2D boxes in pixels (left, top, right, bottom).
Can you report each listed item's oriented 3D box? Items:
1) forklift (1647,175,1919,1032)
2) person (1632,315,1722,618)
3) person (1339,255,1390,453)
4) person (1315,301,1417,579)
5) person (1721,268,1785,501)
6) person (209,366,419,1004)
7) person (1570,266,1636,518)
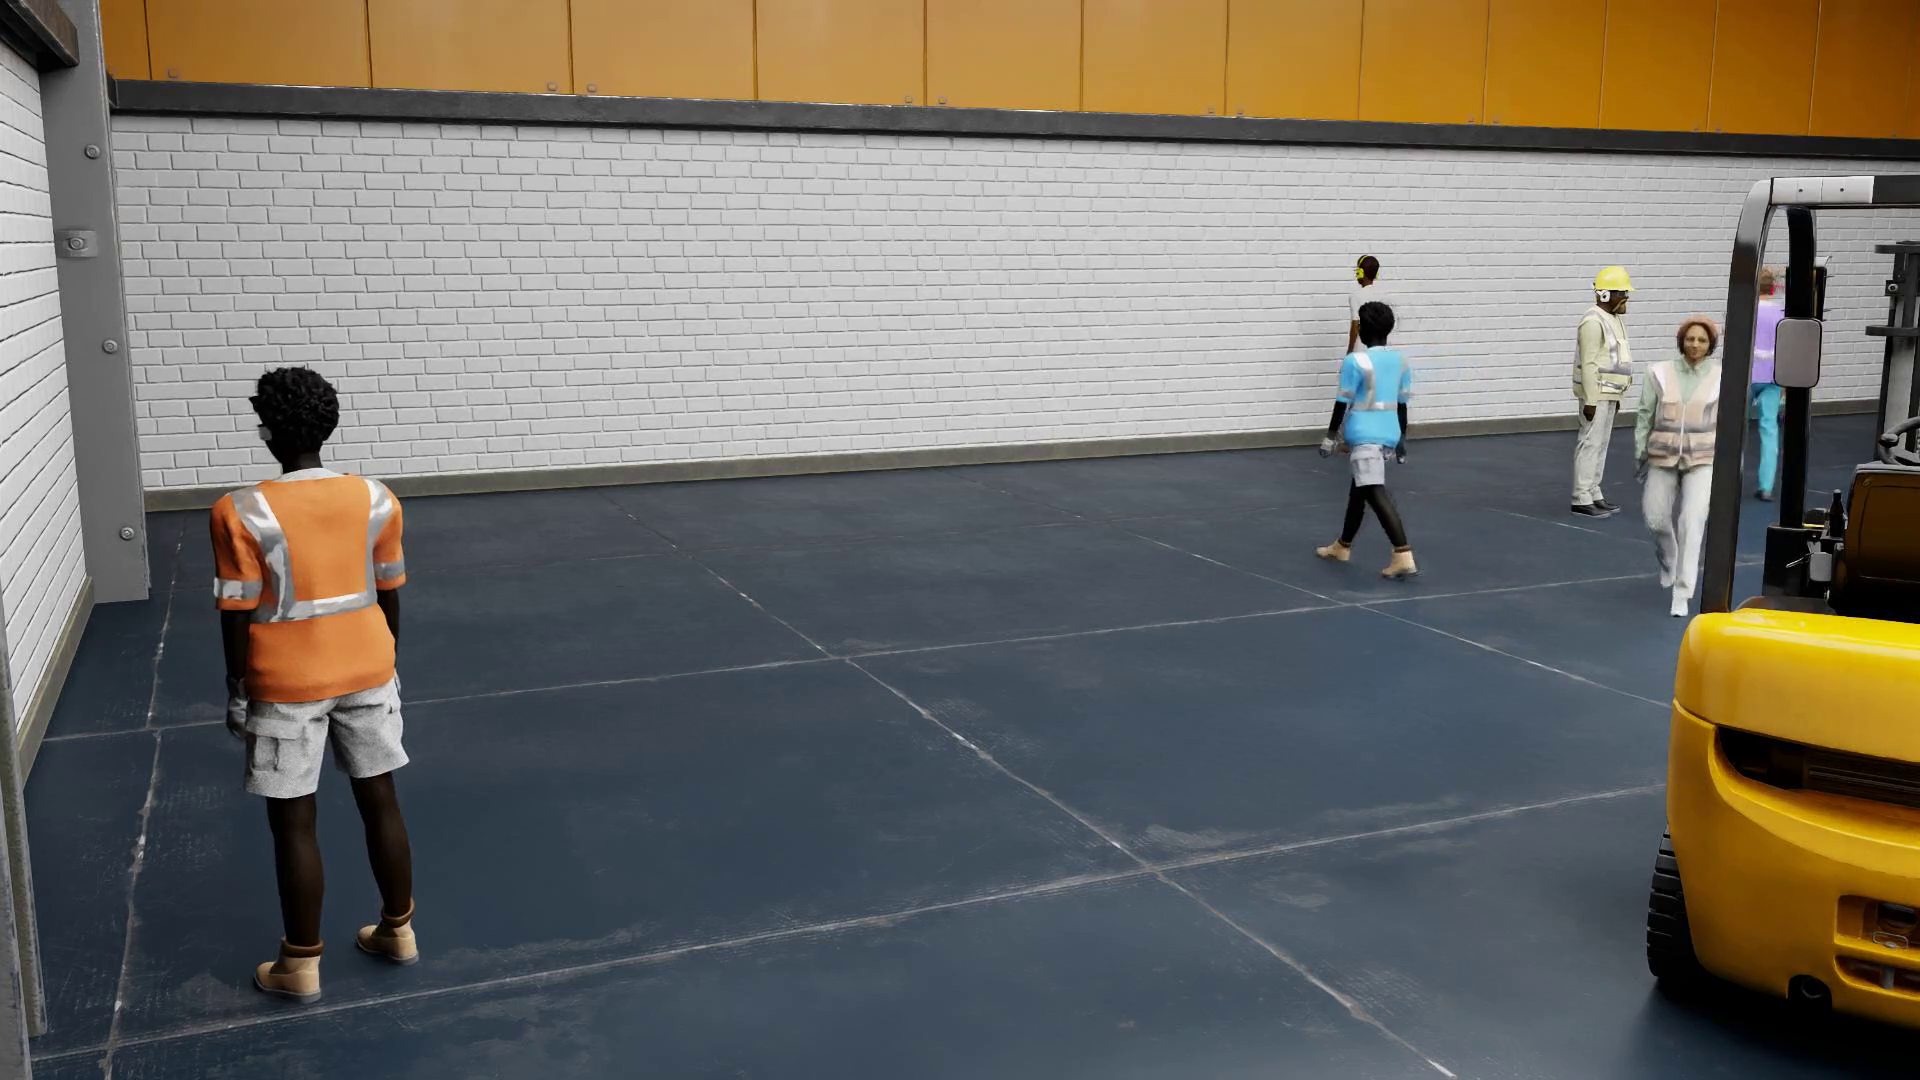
[{"bbox_3d":[2.810,0.094,4.662,1.214,2.155,2.313,7,12,34],"label":"forklift"},{"bbox_3d":[3.964,-0.424,9.084,0.515,1.616,0.624,7,12,32],"label":"person"},{"bbox_3d":[3.812,-1.739,15.659,0.533,1.868,0.310,-7,12,-33],"label":"person"},{"bbox_3d":[2.495,-0.609,10.036,0.534,1.652,0.881,-8,13,-38],"label":"person"},{"bbox_3d":[6.248,-1.237,13.111,0.574,1.790,1.009,2,10,10],"label":"person"},{"bbox_3d":[-1.724,0.381,4.477,0.321,1.690,0.530,9,13,39],"label":"person"},{"bbox_3d":[4.676,-1.071,12.115,0.403,1.825,0.591,7,13,35],"label":"person"}]
